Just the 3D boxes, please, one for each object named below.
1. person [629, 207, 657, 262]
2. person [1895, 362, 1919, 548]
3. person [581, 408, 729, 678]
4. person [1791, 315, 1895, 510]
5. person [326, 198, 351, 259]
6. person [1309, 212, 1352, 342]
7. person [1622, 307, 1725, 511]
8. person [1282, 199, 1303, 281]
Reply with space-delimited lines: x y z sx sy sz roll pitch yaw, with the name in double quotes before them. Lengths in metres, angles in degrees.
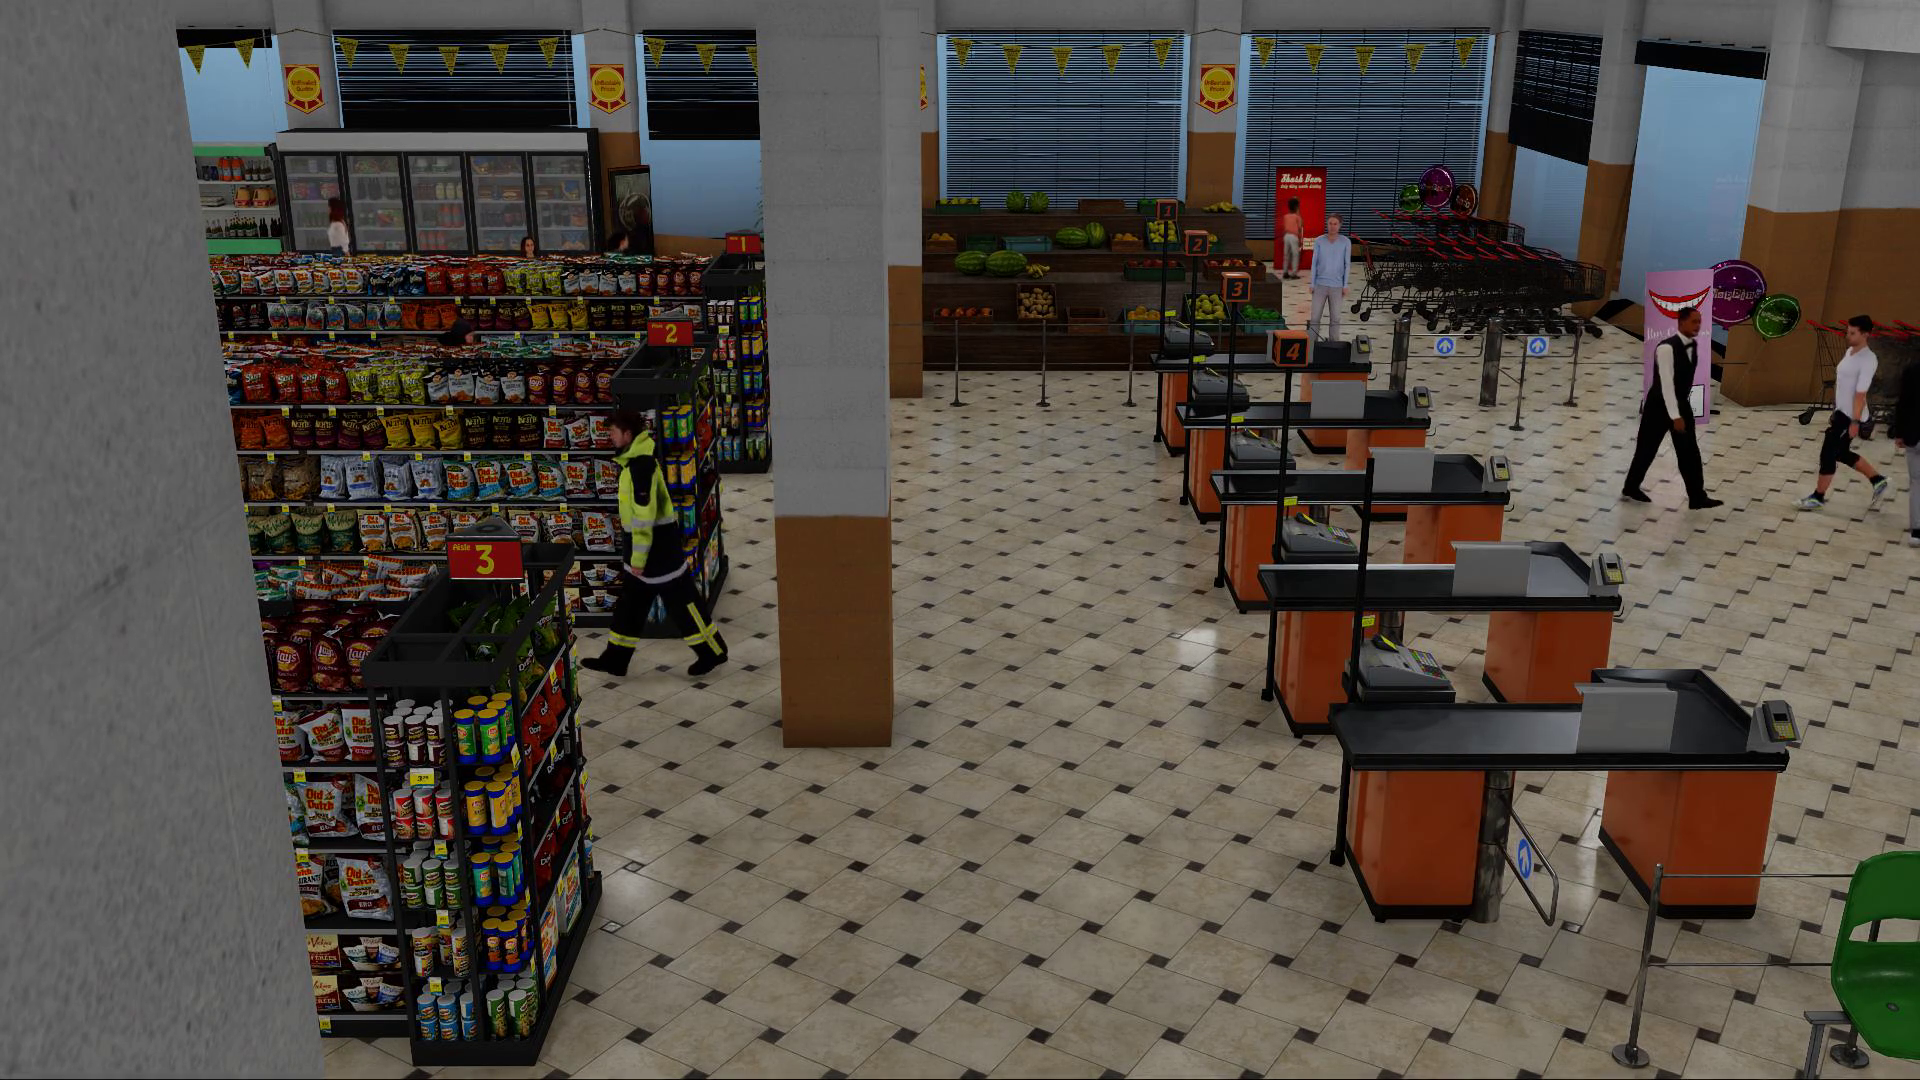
"person" -4.303 -3.525 22.265 1.034 1.812 0.911 -8 20 -23
"person" 8.301 -0.882 14.240 0.972 1.930 1.023 11 22 30
"person" -2.028 0.051 11.477 1.375 1.928 1.096 -7 20 -20
"person" 8.190 -1.133 15.151 1.137 1.823 0.808 3 19 8
"person" -8.847 -4.066 24.070 1.223 1.683 0.943 -9 21 -24
"person" 4.727 -3.256 21.336 0.588 1.894 0.760 4 19 12
"person" 6.430 -1.212 15.310 1.264 1.871 1.145 -11 21 -29
"person" 5.411 -4.914 27.166 0.573 1.310 0.636 16 25 40
